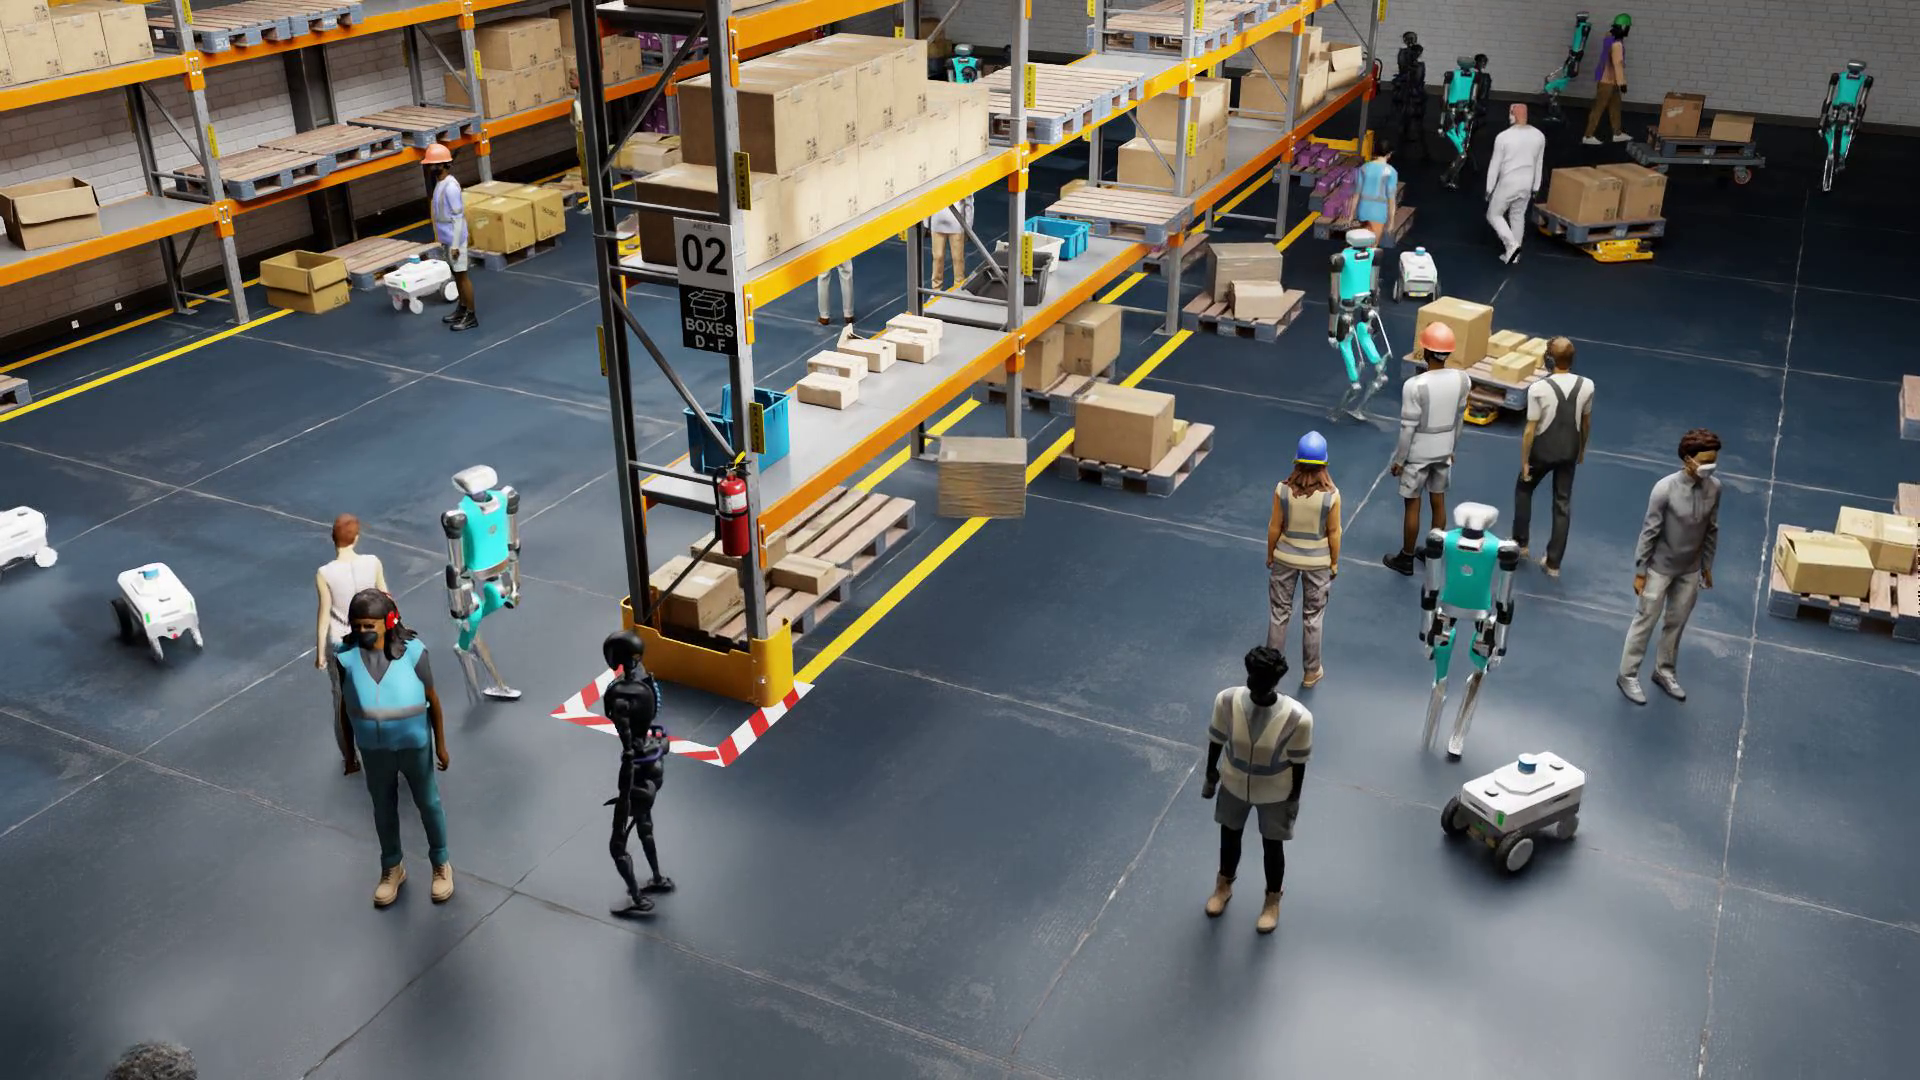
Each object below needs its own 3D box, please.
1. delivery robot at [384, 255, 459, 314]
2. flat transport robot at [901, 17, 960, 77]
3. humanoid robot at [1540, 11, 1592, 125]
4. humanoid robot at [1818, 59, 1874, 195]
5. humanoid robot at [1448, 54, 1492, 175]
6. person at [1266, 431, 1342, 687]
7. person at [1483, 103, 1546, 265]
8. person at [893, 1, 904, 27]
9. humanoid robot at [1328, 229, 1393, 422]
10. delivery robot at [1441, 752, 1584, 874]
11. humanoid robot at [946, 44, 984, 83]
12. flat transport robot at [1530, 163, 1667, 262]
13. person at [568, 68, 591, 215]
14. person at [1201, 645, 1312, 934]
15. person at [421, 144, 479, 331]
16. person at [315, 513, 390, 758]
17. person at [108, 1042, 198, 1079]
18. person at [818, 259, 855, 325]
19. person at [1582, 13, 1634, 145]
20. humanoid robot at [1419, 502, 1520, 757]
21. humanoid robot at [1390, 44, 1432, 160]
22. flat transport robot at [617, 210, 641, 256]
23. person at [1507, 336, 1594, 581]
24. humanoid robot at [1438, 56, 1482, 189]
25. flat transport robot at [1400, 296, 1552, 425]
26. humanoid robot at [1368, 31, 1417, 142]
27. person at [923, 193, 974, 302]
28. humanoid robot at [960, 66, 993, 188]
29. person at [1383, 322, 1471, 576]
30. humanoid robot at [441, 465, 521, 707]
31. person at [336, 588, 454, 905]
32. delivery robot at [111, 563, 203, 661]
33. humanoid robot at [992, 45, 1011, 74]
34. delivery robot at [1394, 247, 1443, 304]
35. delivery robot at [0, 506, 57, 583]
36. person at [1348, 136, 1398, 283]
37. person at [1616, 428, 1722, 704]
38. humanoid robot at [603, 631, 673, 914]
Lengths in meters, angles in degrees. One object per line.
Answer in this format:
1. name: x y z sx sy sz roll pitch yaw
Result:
1. delivery robot: -5.872 -2.811 18.133 0.520 0.594 0.766 15 30 27
2. flat transport robot: -0.673 -8.451 29.849 0.659 0.231 1.431 16 31 29
3. humanoid robot: 9.376 -7.313 25.926 0.834 1.796 0.538 3 27 6
4. humanoid robot: 11.830 -5.477 22.310 0.551 1.803 1.072 8 27 16
5. humanoid robot: 7.149 -5.962 23.292 0.604 1.639 0.747 -16 30 -29
6. person: 2.223 0.132 10.807 0.468 1.781 0.303 8 27 15
7. person: 6.399 -4.075 19.195 0.712 1.877 0.505 -9 28 -17
8. person: -1.026 -9.396 30.015 0.364 1.824 0.515 1 26 1
9. humanoid robot: 3.608 -1.810 14.813 0.542 1.821 0.689 -12 29 -22
10. delivery robot: 3.172 1.491 9.438 0.784 0.589 0.499 -14 30 -27
11. humanoid robot: 0.023 -5.940 23.110 0.545 1.769 0.700 6 27 12
12. flat transport robot: 7.706 -3.672 20.196 0.659 0.231 1.431 -6 27 -12
13. person: -4.782 -5.109 21.315 0.379 1.848 0.568 2 26 3
14. person: 1.524 1.273 8.604 0.539 1.687 0.323 13 29 24
15. person: -5.285 -3.136 17.232 0.358 1.939 0.542 -13 29 -24
16. person: -3.597 0.632 9.965 0.518 1.624 0.630 -20 33 -34
17. person: -2.870 2.505 6.121 0.531 1.667 0.446 23 34 38
18. person: -1.341 -3.157 17.349 0.552 1.875 0.395 -4 27 -8
19. person: 9.798 -6.832 24.745 0.840 1.905 0.542 8 27 16
20. humanoid robot: 3.068 0.564 10.083 0.556 1.873 0.721 12 29 23
21. humanoid robot: 6.514 -6.277 23.894 0.689 1.629 0.609 20 33 35
22. flat transport robot: -3.858 -3.751 20.355 0.659 0.231 1.431 3 26 6
23. person: 4.382 -0.638 12.321 0.568 1.811 0.743 -1 26 -1
24. humanoid robot: 6.747 -5.536 22.309 0.559 1.774 0.860 -6 27 -11
25. flat transport robot: 4.957 -1.429 15.665 0.659 0.231 1.431 22 34 37
26. humanoid robot: 6.563 -6.790 24.960 0.730 1.646 0.602 0 26 0
27. person: -0.135 -3.414 17.995 0.571 1.754 0.320 6 27 12
28. humanoid robot: 0.115 -5.598 22.559 0.666 1.649 0.602 -1 26 -2
29. person: 3.421 -0.662 12.237 0.544 1.939 0.370 -9 28 -17
30. humanoid robot: -3.094 0.358 10.506 0.764 1.877 0.536 19 32 33
31. person: -2.979 1.083 8.790 0.537 1.864 0.371 -2 26 -5
32. delivery robot: -5.564 0.438 11.537 0.499 0.565 0.745 -20 32 -34
33. humanoid robot: 0.697 -6.211 23.722 0.599 1.657 0.315 -10 28 -20
34. delivery robot: 5.050 -2.919 18.357 0.499 0.599 0.784 4 27 7
35. delivery robot: -7.206 0.055 12.367 0.499 0.614 0.817 17 31 30
36. person: 4.524 -3.575 18.368 0.826 1.729 0.527 -20 33 -35
37. person: 4.552 0.153 10.644 0.553 1.890 0.402 -6 27 -12
38. humanoid robot: -1.721 1.197 8.765 0.362 1.646 0.613 0 26 0
